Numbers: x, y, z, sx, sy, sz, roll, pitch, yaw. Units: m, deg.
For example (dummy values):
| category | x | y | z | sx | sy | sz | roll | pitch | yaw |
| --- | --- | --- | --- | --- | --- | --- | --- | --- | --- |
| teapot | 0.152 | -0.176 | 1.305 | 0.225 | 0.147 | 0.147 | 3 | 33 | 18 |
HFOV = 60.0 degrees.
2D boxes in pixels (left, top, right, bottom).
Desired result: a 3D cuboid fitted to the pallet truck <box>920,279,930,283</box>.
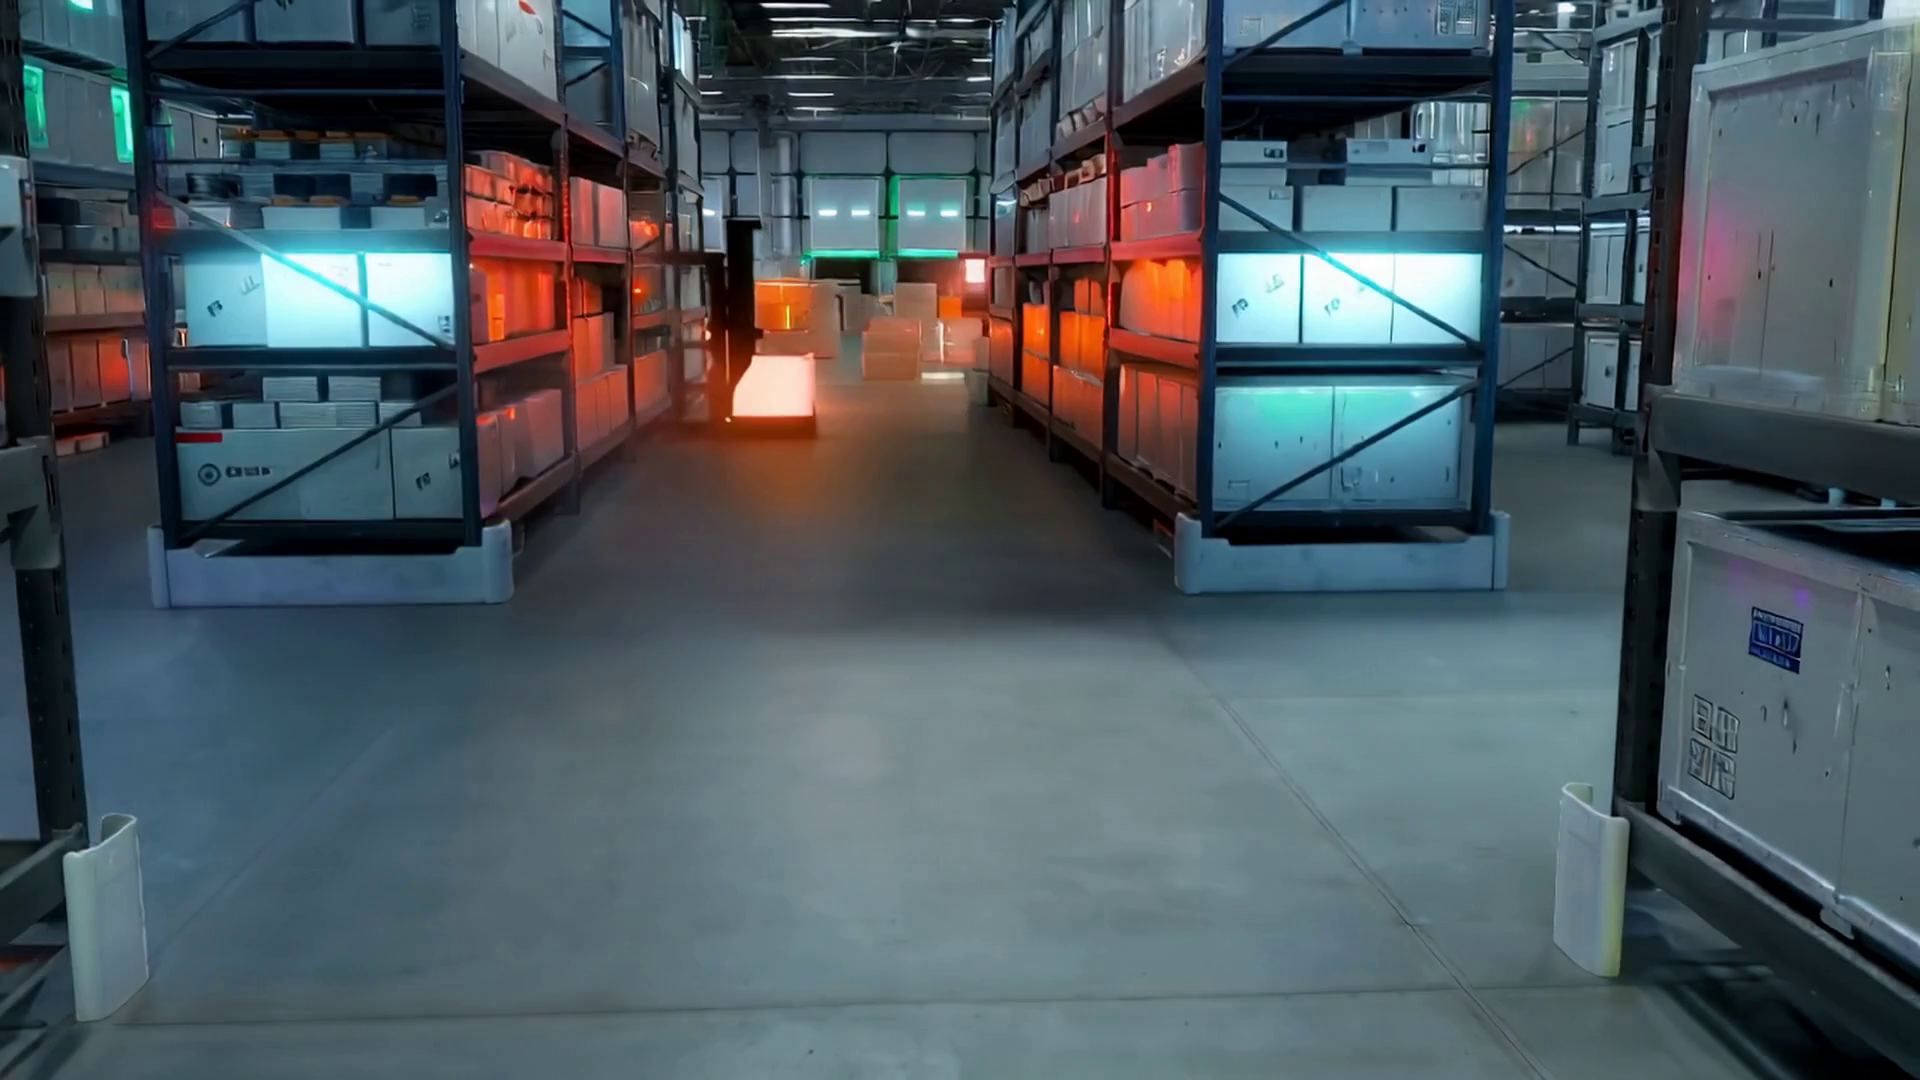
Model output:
| category | x | y | z | sx | sy | sz | roll | pitch | yaw |
| --- | --- | --- | --- | --- | --- | --- | --- | --- | --- |
| pallet truck | -0.932 | -8.922 | 63.114 | 1.885 | 1.965 | 0.823 | 2 | 9 | 13 |

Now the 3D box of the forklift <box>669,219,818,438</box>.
| category | x | y | z | sx | sy | sz | roll | pitch | yaw |
| --- | --- | --- | --- | --- | --- | --- | --- | --- | --- |
| forklift | -2.820 | -2.761 | 21.664 | 1.873 | 2.768 | 1.129 | -1 | 9 | -4 |

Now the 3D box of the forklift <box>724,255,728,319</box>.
| category | x | y | z | sx | sy | sz | roll | pitch | yaw |
| --- | --- | --- | --- | --- | --- | --- | --- | --- | --- |
| forklift | -8.368 | -8.713 | 59.038 | 1.129 | 2.768 | 1.873 | -1 | 9 | -4 |

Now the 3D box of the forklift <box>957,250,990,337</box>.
| category | x | y | z | sx | sy | sz | roll | pitch | yaw |
| --- | --- | --- | --- | --- | --- | --- | --- | --- | --- |
| forklift | 0.393 | -6.751 | 46.723 | 1.129 | 2.768 | 1.873 | 2 | 9 | 11 |
